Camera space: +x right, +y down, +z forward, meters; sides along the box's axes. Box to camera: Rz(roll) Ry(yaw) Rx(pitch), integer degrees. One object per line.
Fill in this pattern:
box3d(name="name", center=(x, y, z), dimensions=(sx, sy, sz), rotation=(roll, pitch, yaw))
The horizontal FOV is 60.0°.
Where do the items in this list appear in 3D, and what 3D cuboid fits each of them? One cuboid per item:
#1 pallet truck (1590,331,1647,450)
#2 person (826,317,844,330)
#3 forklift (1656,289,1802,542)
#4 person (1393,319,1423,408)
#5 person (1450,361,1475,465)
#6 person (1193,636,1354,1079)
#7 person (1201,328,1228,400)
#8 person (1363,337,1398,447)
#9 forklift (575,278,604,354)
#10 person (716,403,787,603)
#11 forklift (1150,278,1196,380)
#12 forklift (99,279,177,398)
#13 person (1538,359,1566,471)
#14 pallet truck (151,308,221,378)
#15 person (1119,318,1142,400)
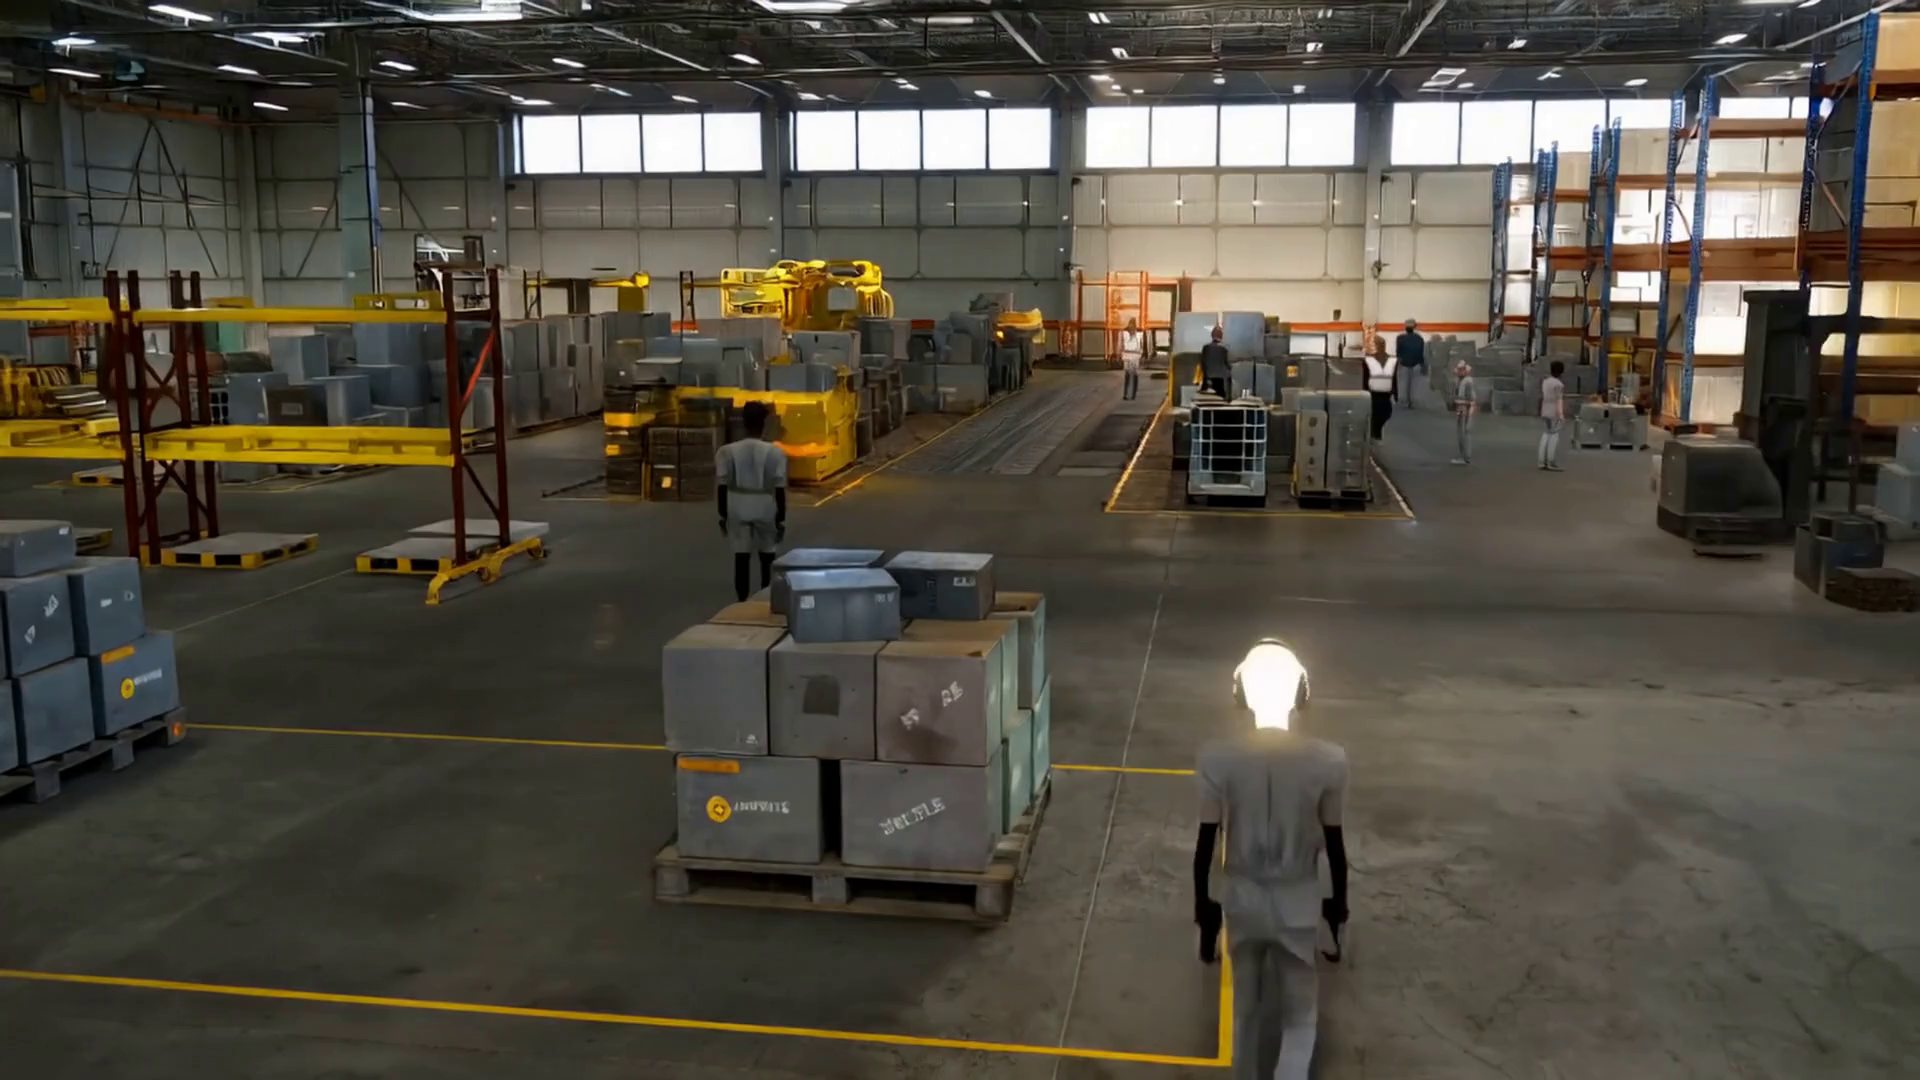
box3d(name="pallet truck", center=(11.253, -2.573, 28.499), dimensions=(0.823, 1.965, 1.885), rotation=(5, 10, 27))
box3d(name="person", center=(-3.068, -4.466, 40.459), dimensions=(0.652, 1.900, 0.920), rotation=(0, 9, 2))
box3d(name="forklift", center=(8.976, -1.409, 18.605), dimensions=(1.873, 2.768, 1.129), rotation=(1, 9, 9))
box3d(name="person", center=(9.985, -3.955, 37.143), dimensions=(0.656, 1.948, 0.999), rotation=(0, 9, 0))
box3d(name="person", center=(7.883, -1.992, 26.040), dimensions=(0.324, 1.630, 0.524), rotation=(0, 9, 2))
box3d(name="person", center=(1.015, 1.241, 5.436), dimensions=(0.528, 1.851, 0.698), rotation=(3, 10, 19))
box3d(name="person", center=(4.877, -3.090, 31.906), dimensions=(0.366, 1.932, 0.632), rotation=(-8, 12, -39))
box3d(name="person", center=(7.246, -2.565, 28.735), dimensions=(0.615, 1.905, 0.592), rotation=(0, 9, -2))
box3d(name="forklift", center=(-10.234, -5.744, 45.341), dimensions=(1.873, 2.768, 1.129), rotation=(-3, 10, -17))
box3d(name="person", center=(-1.773, -0.218, 14.228), dimensions=(0.628, 1.910, 1.013), rotation=(0, 9, 2))
box3d(name="forklift", center=(6.207, -5.806, 45.723), dimensions=(1.873, 2.768, 1.129), rotation=(1, 9, 9))
box3d(name="forklift", center=(-19.603, -4.721, 39.030), dimensions=(1.873, 2.768, 1.129), rotation=(1, 9, 9))
box3d(name="person", center=(8.990, -1.891, 25.210), dimensions=(0.317, 1.697, 0.540), rotation=(-2, 9, -9))
box3d(name="pallet truck", center=(-21.869, -5.598, 47.154), dimensions=(0.823, 1.965, 1.885), rotation=(4, 10, 26))
box3d(name="person", center=(3.981, -4.226, 38.908), dimensions=(0.543, 1.928, 0.372), rotation=(5, 10, 27))
